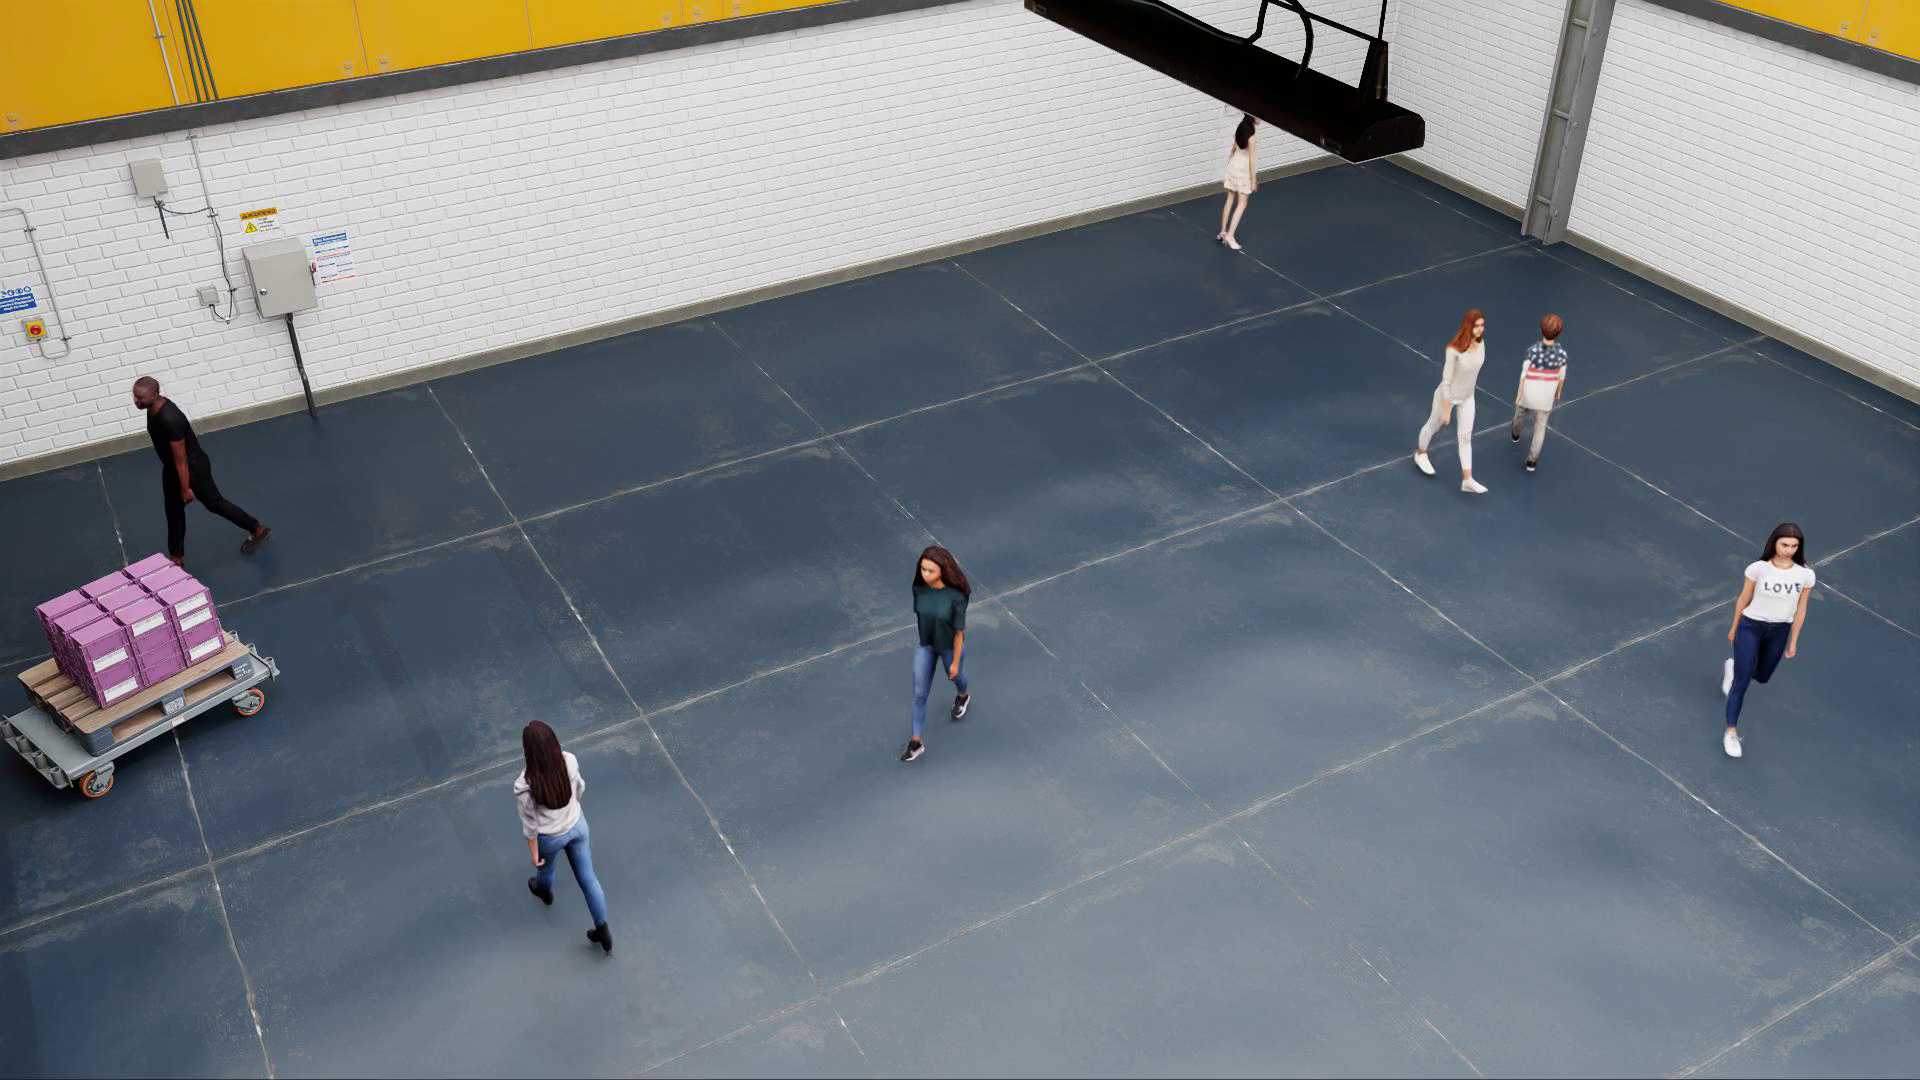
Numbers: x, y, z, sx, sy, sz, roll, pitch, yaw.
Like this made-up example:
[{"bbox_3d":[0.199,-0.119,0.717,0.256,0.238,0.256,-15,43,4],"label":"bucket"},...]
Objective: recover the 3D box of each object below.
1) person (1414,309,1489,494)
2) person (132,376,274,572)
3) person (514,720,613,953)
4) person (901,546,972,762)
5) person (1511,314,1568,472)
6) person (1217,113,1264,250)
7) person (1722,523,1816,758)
[{"bbox_3d":[4.246,-1.263,14.496,0.671,1.662,1.085,-14,36,-21],"label":"person"},{"bbox_3d":[-6.099,-0.566,13.347,0.971,1.773,1.241,-24,41,-32],"label":"person"},{"bbox_3d":[-2.337,1.805,9.948,0.785,1.587,1.105,-27,42,-35],"label":"person"},{"bbox_3d":[-0.089,0.711,11.609,1.102,1.570,1.073,13,36,19],"label":"person"},{"bbox_3d":[5.141,-1.284,14.766,0.928,1.398,1.008,7,34,10],"label":"person"},{"bbox_3d":[3.105,-4.134,18.769,0.770,1.712,0.552,-19,38,-26],"label":"person"},{"bbox_3d":[5.571,0.617,11.581,1.001,1.757,1.117,6,34,9],"label":"person"}]
